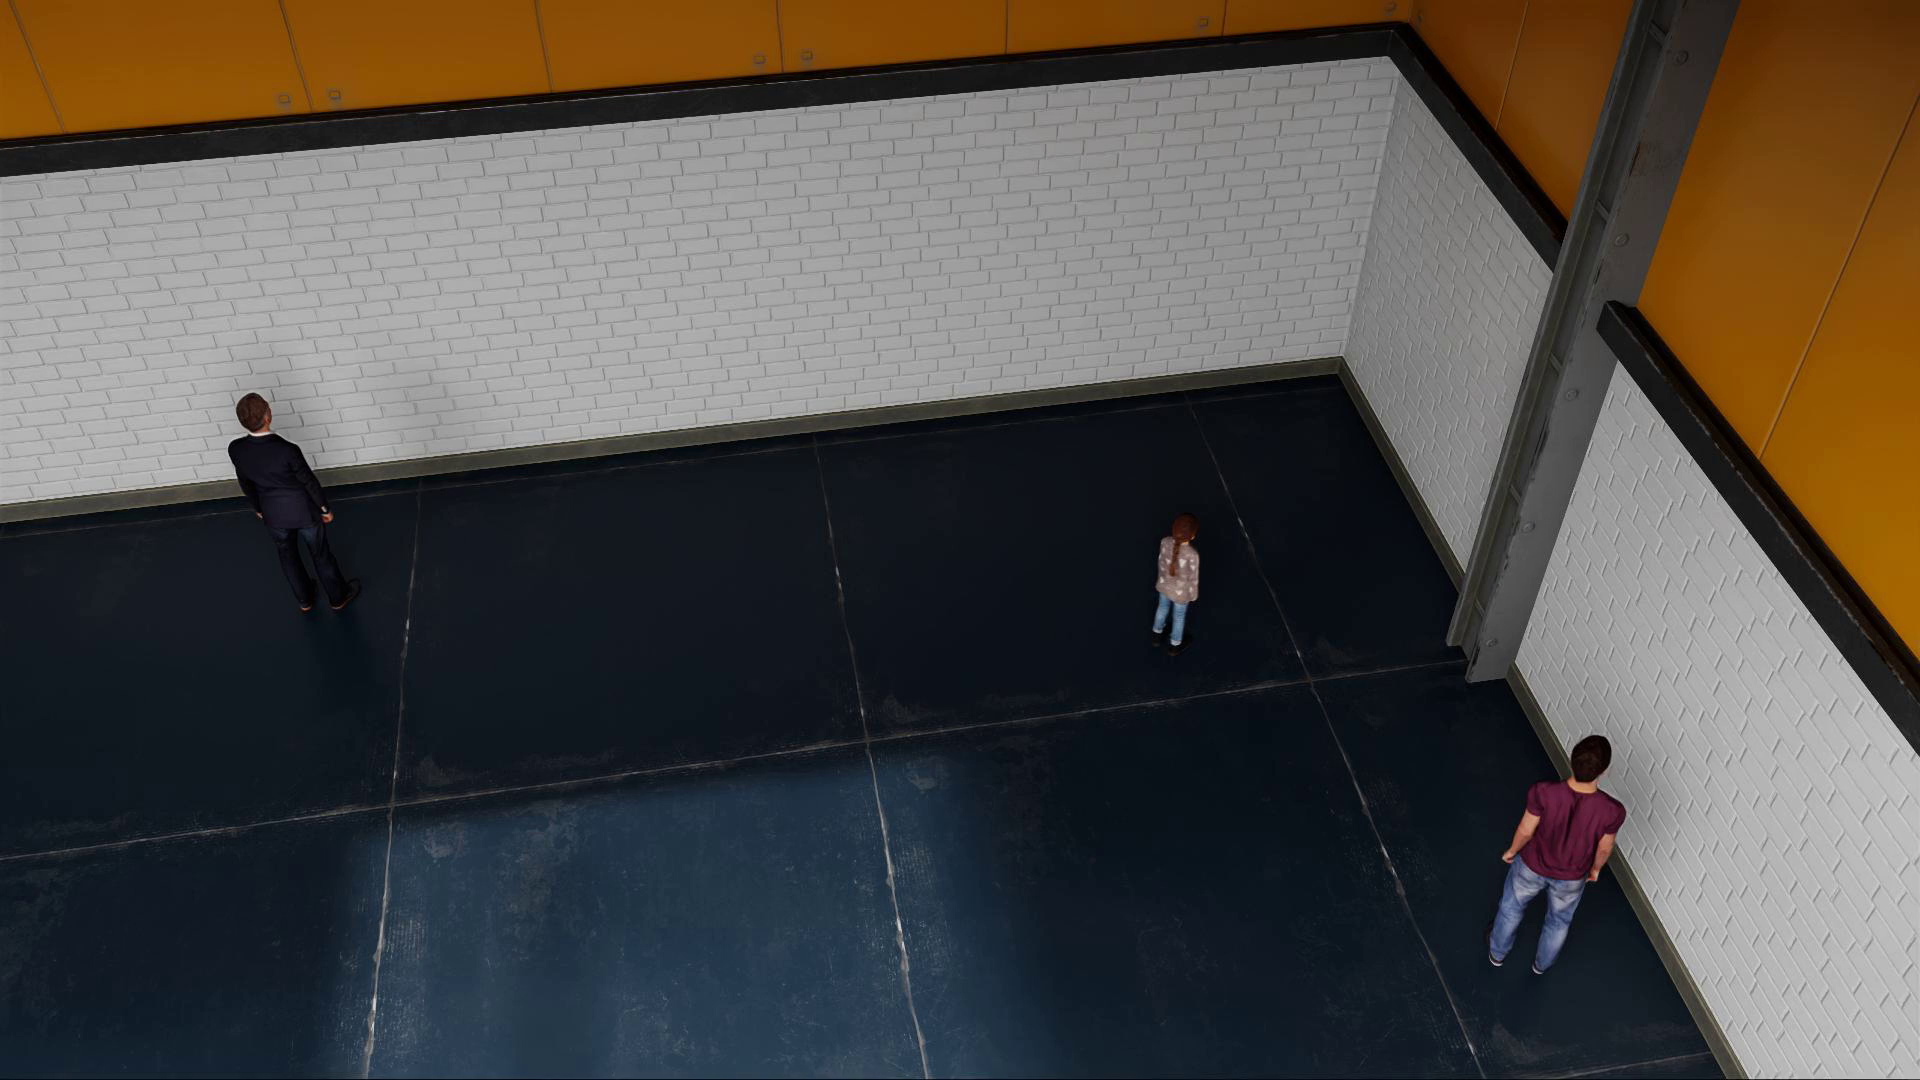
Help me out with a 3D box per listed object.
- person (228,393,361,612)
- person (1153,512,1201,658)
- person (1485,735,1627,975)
[{"bbox_3d":[-4.479,-0.240,11.086,0.730,1.815,0.678,3,44,3],"label":"person"},{"bbox_3d":[1.428,0.292,10.978,0.611,1.193,0.535,-35,53,-31],"label":"person"},{"bbox_3d":[3.216,1.731,8.992,0.740,1.850,0.738,14,45,14],"label":"person"}]
